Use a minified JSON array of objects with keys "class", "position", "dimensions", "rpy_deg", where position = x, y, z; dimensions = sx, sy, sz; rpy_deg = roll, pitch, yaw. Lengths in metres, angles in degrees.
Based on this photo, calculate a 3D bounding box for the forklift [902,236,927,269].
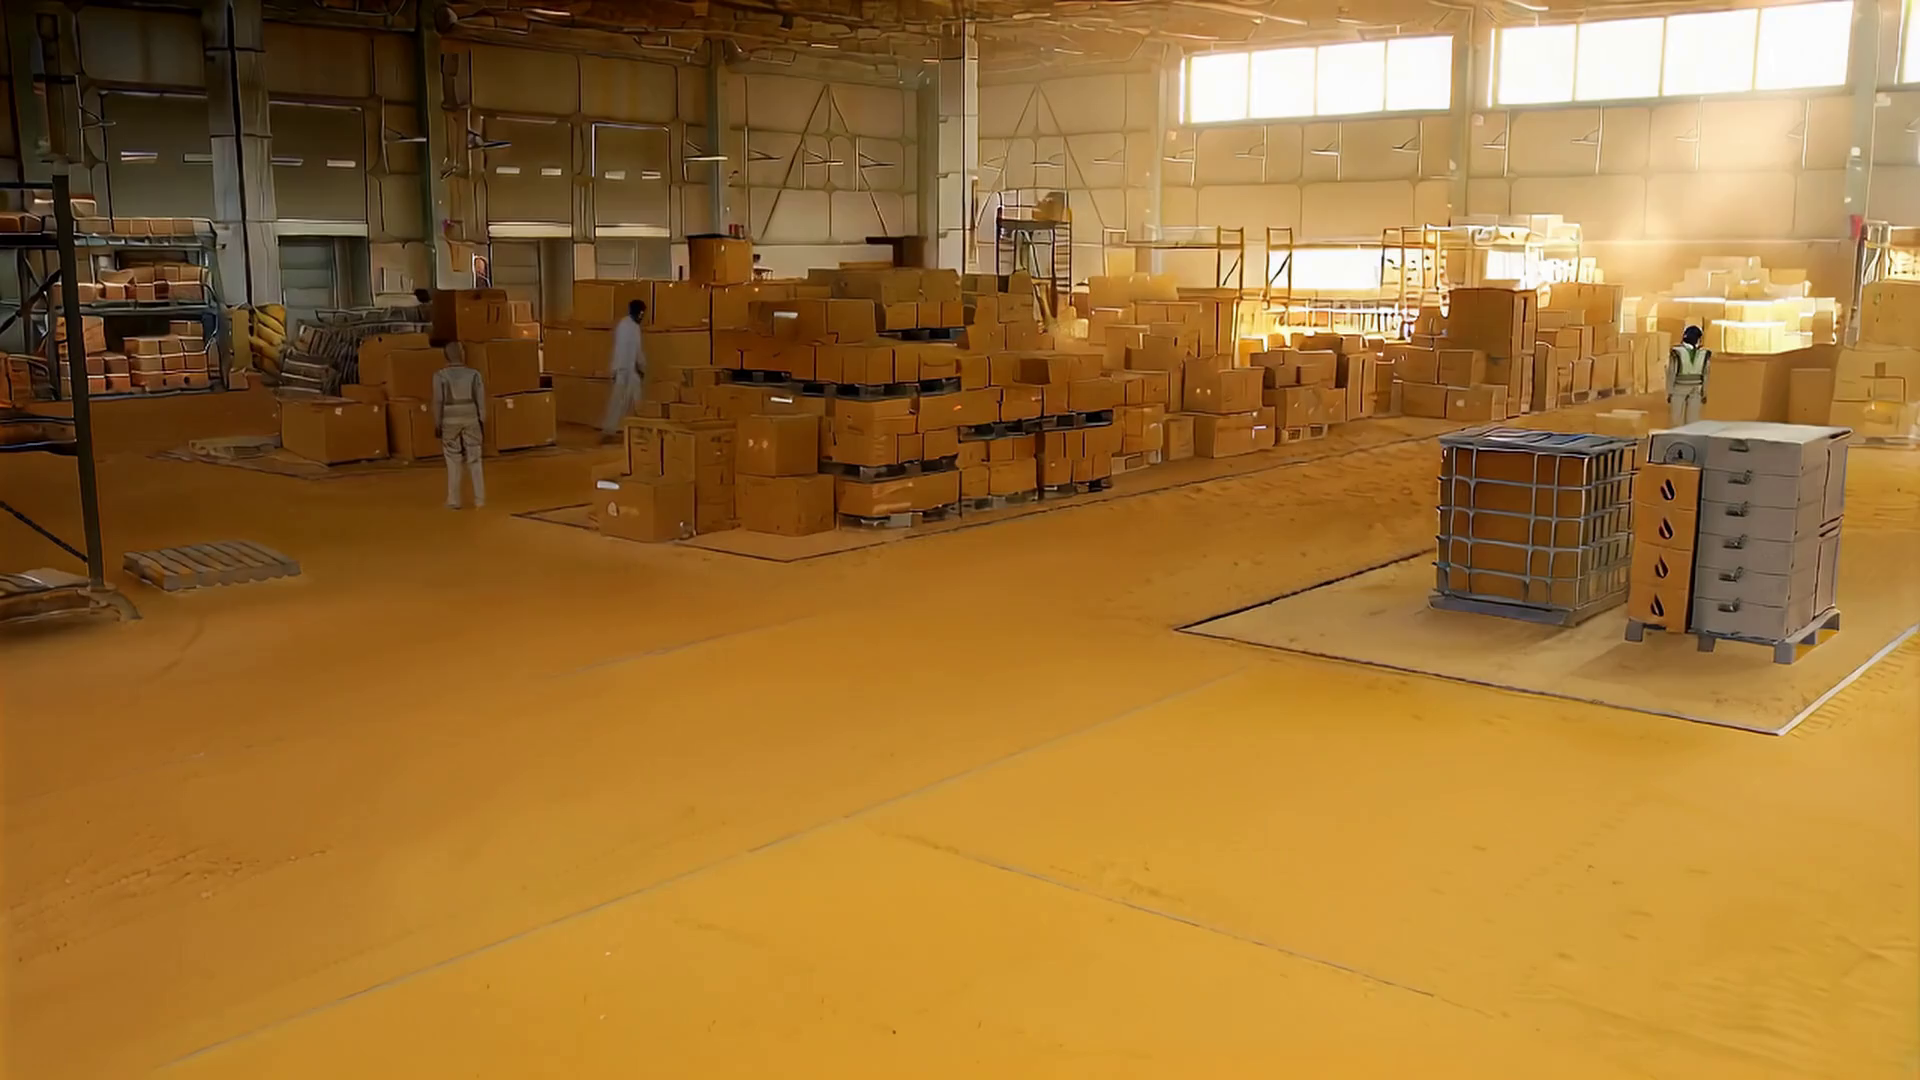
[{"class":"forklift","position":[-1.076,-5.777,39.284],"dimensions":[1.873,2.768,1.129],"rpy_deg":[2,10,14]}]

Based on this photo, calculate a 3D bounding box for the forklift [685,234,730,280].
[{"class":"forklift","position":[-5.029,-4.728,33.312],"dimensions":[1.129,2.768,1.873],"rpy_deg":[7,12,35]}]

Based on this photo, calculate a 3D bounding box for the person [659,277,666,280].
[{"class":"person","position":[-6.413,-4.707,35.926],"dimensions":[0.636,1.928,0.390],"rpy_deg":[-5,11,-26]}]

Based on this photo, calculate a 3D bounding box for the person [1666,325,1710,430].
[{"class":"person","position":[8.656,-1.739,19.819],"dimensions":[0.513,1.642,0.313],"rpy_deg":[0,10,-1]}]

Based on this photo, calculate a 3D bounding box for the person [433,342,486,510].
[{"class":"person","position":[-4.885,-1.116,16.275],"dimensions":[0.514,1.641,0.309],"rpy_deg":[-7,12,-36]}]

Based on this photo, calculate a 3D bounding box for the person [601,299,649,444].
[{"class":"person","position":[-4.362,-2.197,21.723],"dimensions":[0.788,1.882,0.632],"rpy_deg":[-2,10,-9]}]

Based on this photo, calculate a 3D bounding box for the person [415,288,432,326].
[{"class":"person","position":[-11.979,-4.844,37.444],"dimensions":[0.812,1.661,0.530],"rpy_deg":[-6,12,-31]}]

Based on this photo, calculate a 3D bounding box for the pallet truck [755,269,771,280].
[{"class":"pallet truck","position":[-4.996,-6.432,45.525],"dimensions":[1.885,1.965,0.823],"rpy_deg":[-6,12,-32]}]
